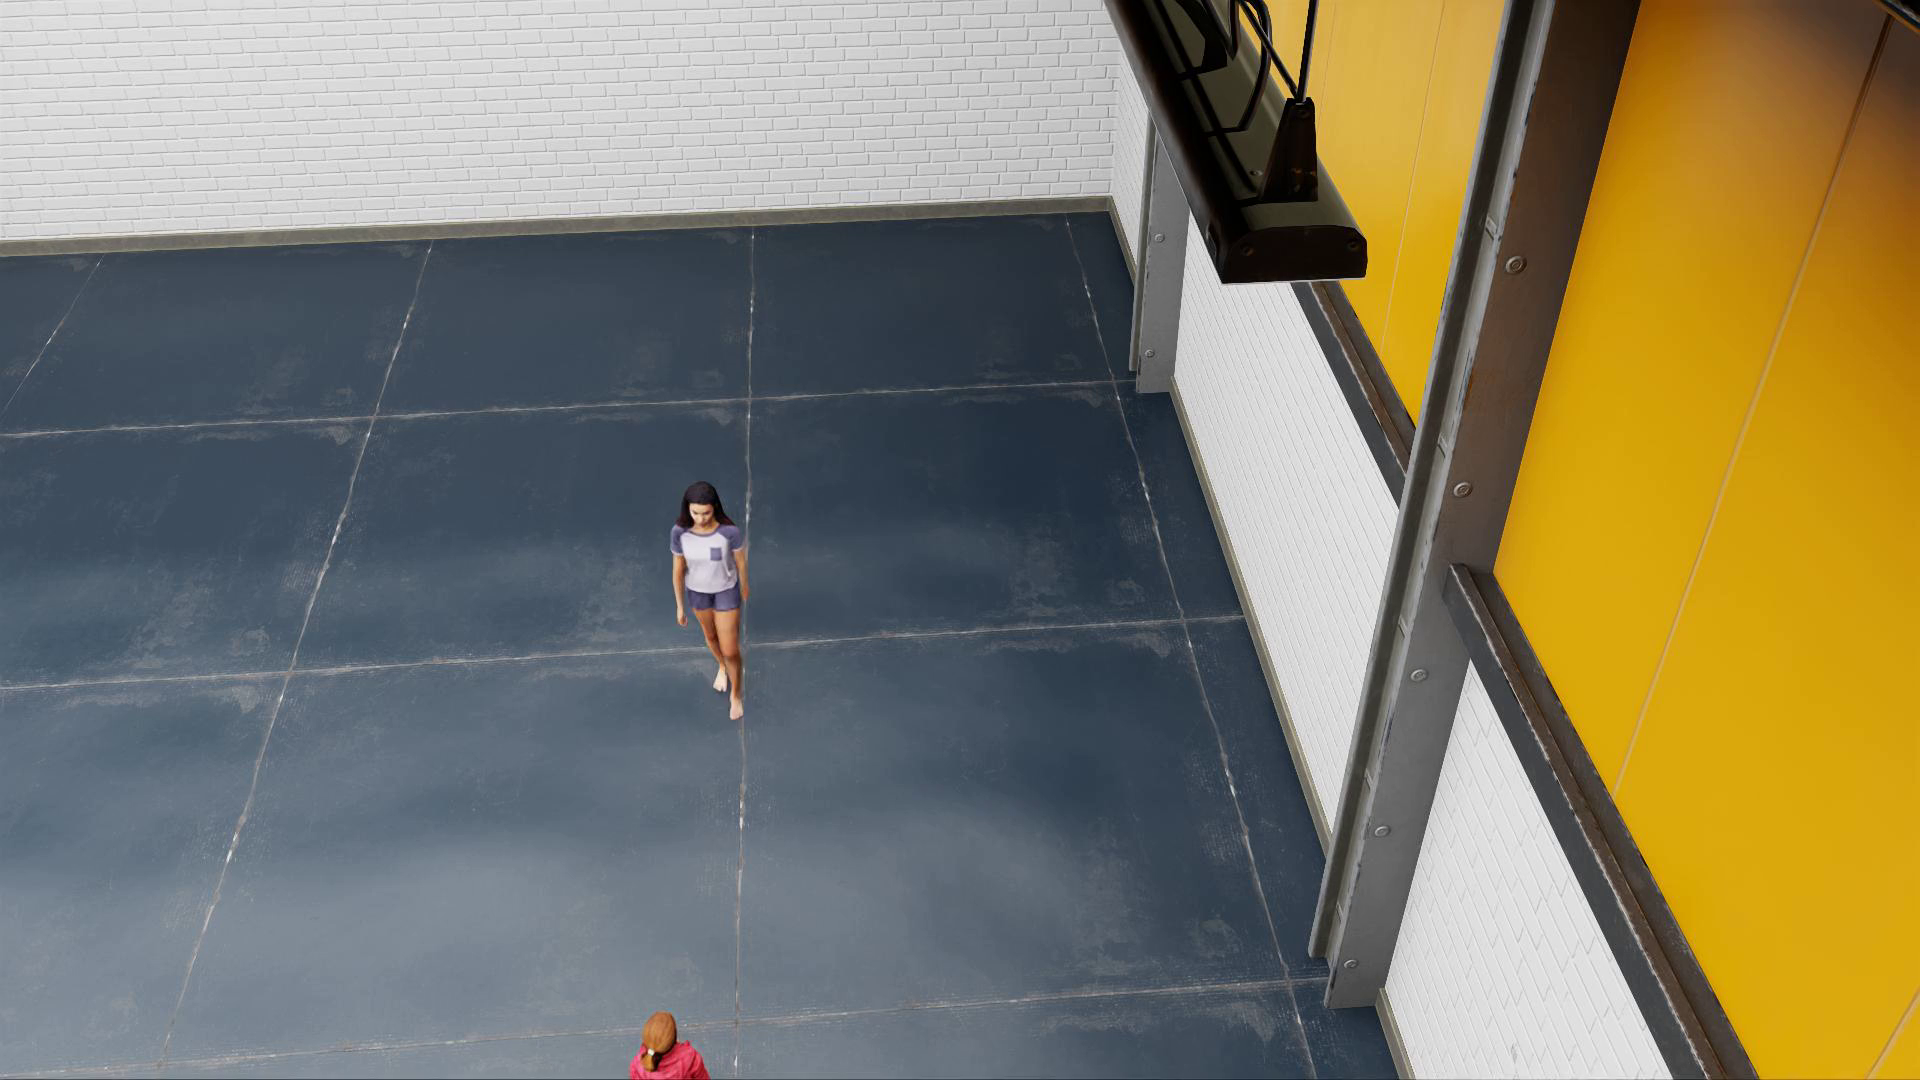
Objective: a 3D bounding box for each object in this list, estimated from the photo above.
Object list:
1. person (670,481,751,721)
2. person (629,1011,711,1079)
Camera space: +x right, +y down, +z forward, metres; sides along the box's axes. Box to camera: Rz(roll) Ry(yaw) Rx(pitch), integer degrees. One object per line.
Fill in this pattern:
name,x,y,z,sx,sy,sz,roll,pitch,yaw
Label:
person,-1.540,0.271,10.406,0.652,1.710,0.788,3,39,4
person,-1.329,2.643,7.749,0.510,1.318,0.500,-5,39,-6
